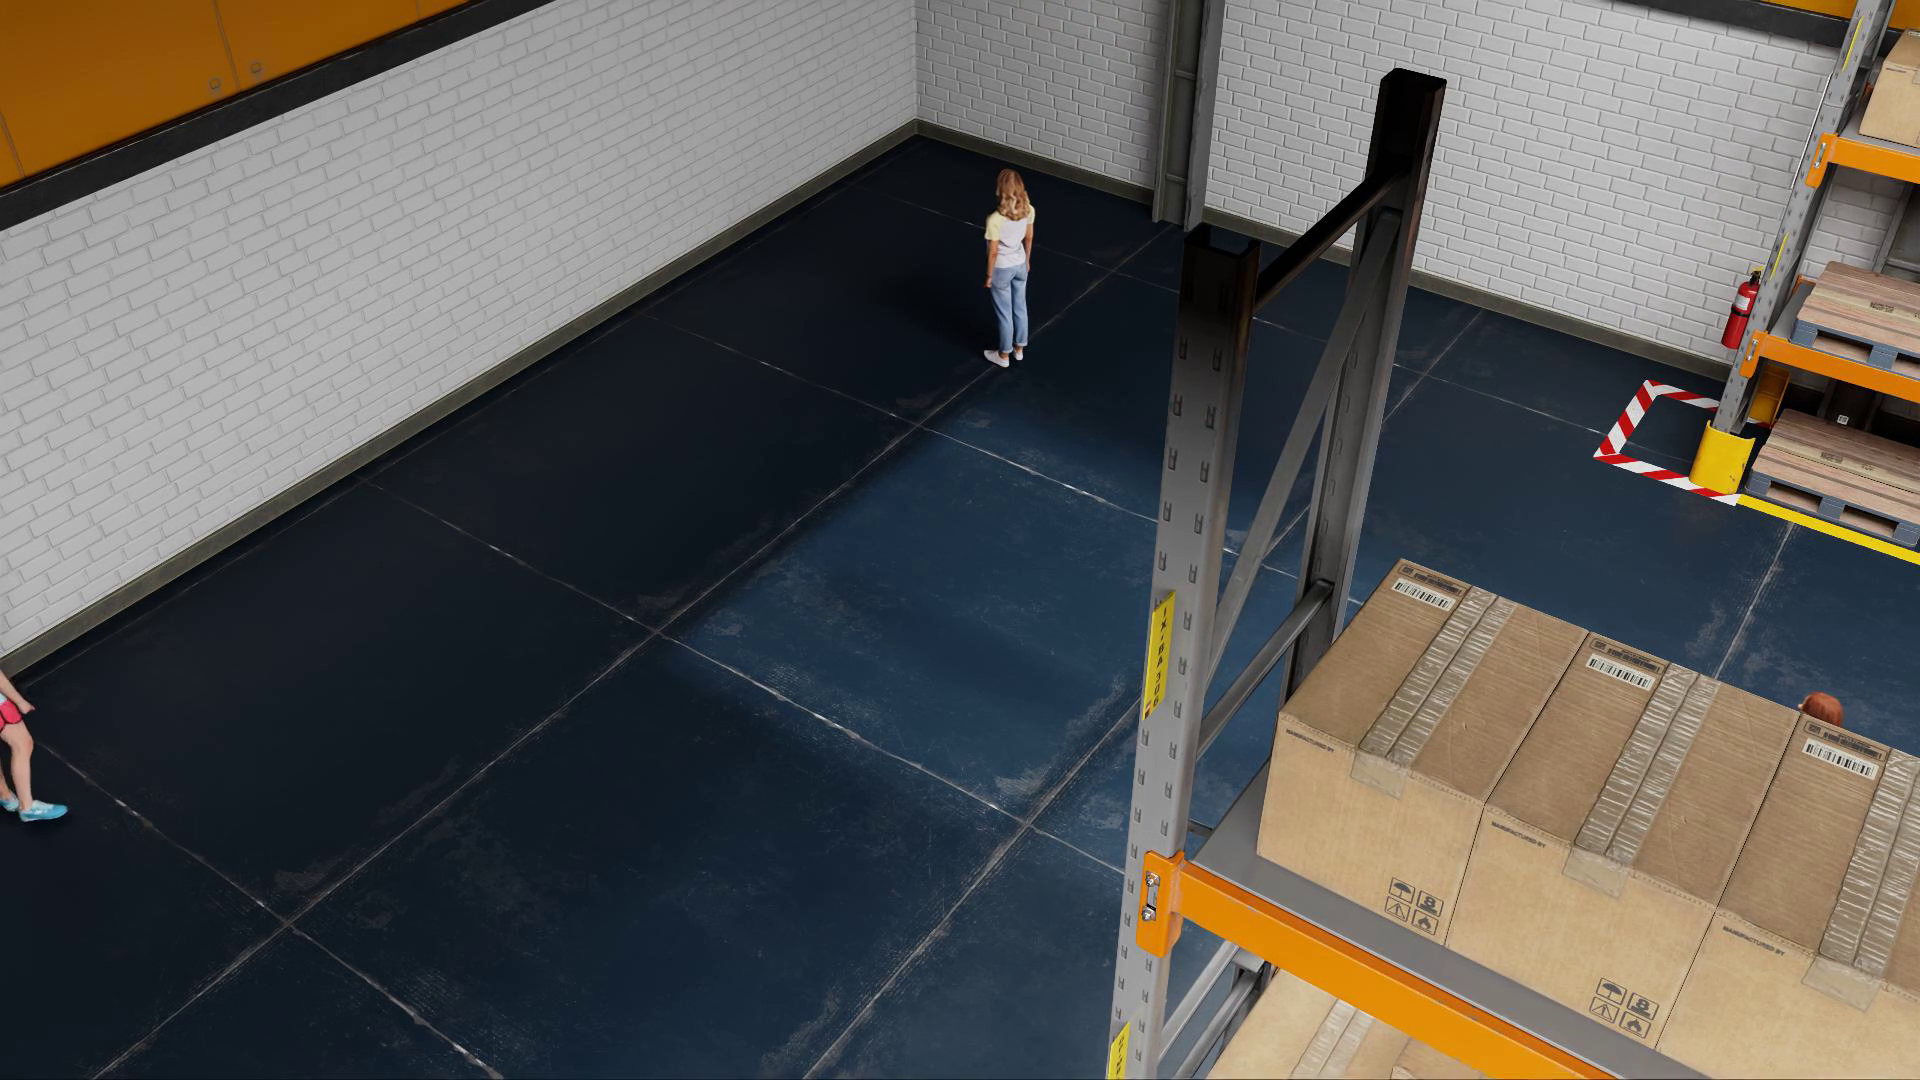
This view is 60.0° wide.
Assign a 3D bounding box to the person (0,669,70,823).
[{"bbox_3d":[-5.656,0.906,9.486,0.579,1.764,0.851,4,39,5],"label":"person"}]

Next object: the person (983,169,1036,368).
[{"bbox_3d":[0.393,-2.182,13.386,0.681,1.723,0.643,-27,46,-29],"label":"person"}]
